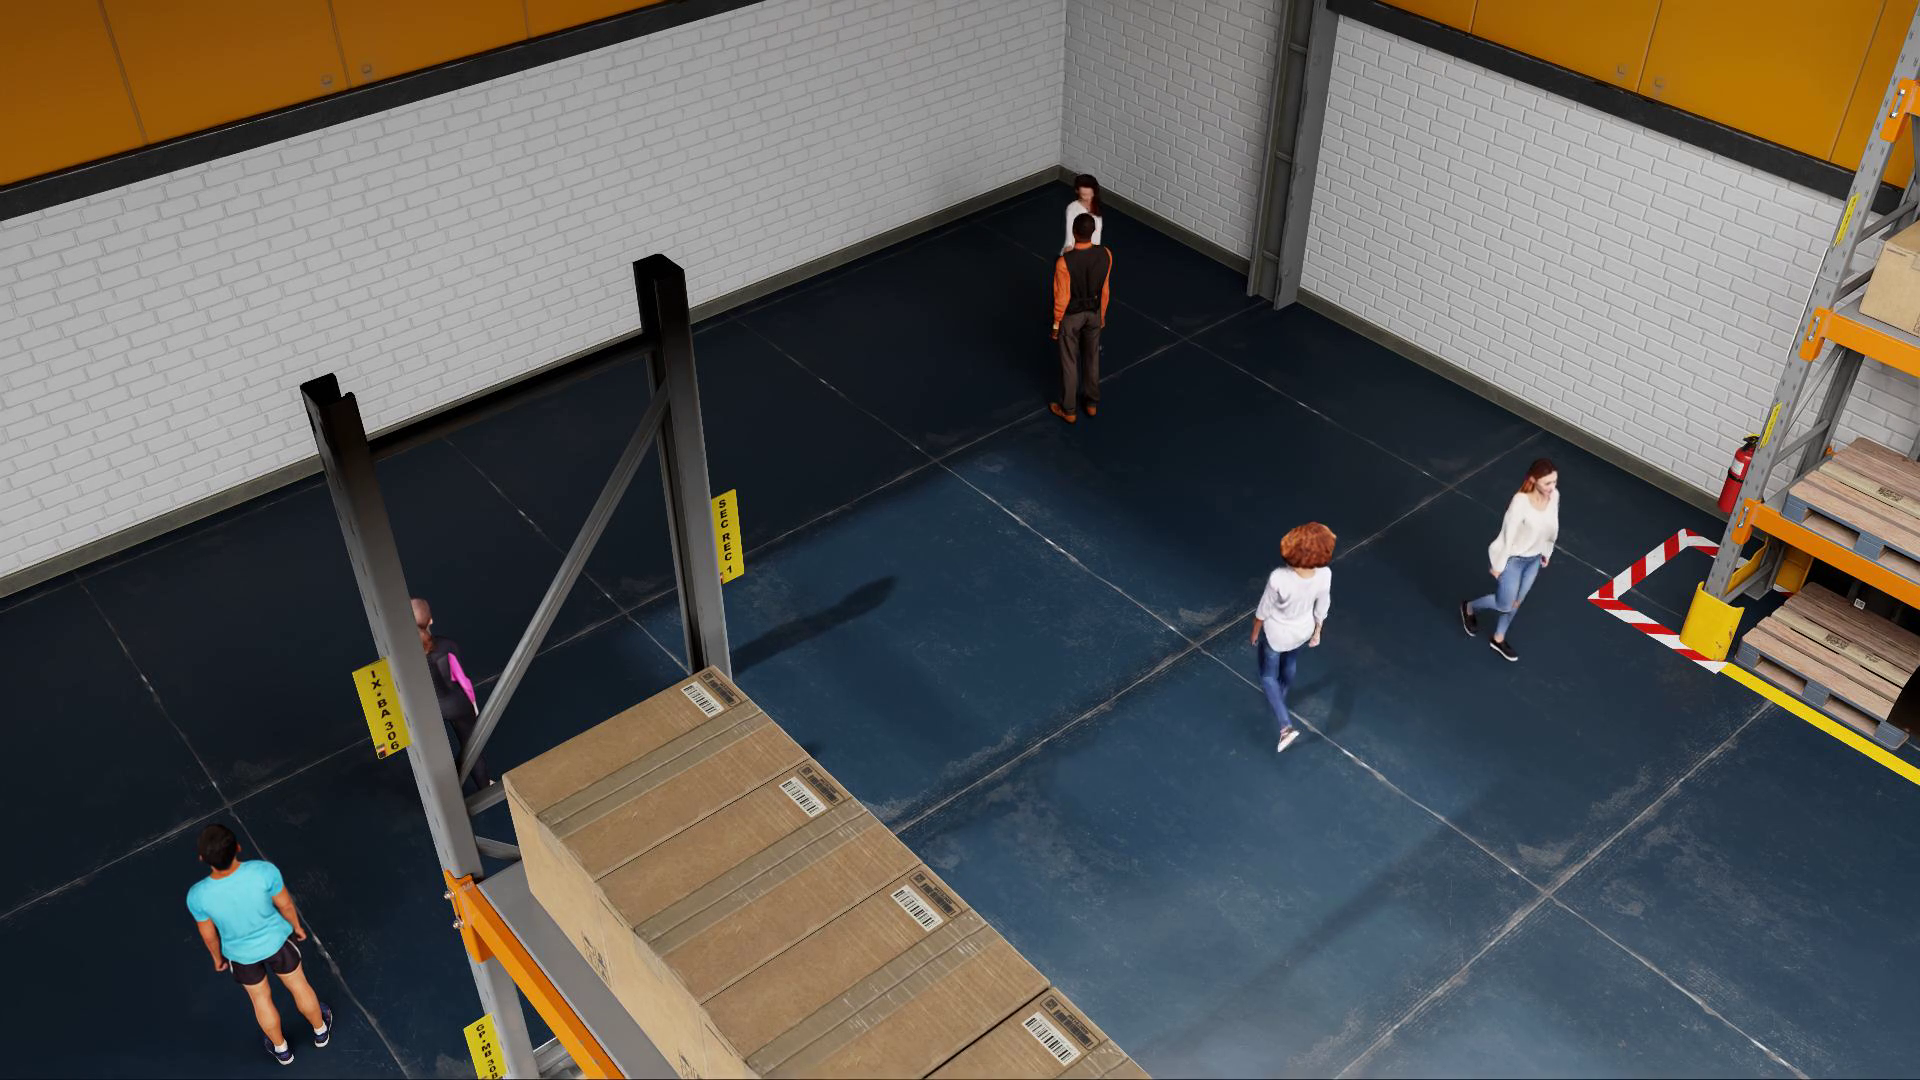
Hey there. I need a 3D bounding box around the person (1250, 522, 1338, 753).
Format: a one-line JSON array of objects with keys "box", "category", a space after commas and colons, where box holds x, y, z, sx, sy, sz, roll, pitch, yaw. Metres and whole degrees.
[{"box": [2.178, 0.643, 10.926, 0.874, 1.687, 1.067, -10, 40, -12], "category": "person"}]

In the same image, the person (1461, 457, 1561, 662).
[{"box": [3.854, 0.084, 11.632, 0.694, 1.680, 0.788, -20, 43, -23], "category": "person"}]

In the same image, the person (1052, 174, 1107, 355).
[{"box": [1.006, -2.505, 14.823, 0.621, 1.744, 0.910, -30, 47, -32], "category": "person"}]

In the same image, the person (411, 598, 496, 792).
[{"box": [-3.224, 1.049, 10.366, 0.632, 1.752, 0.663, -12, 40, -15], "category": "person"}]

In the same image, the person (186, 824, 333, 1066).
[{"box": [-3.770, 2.174, 8.940, 0.657, 1.774, 0.564, -20, 43, -23], "category": "person"}]

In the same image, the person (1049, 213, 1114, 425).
[{"box": [1.007, -1.846, 13.866, 0.748, 1.908, 0.695, -17, 42, -20], "category": "person"}]
